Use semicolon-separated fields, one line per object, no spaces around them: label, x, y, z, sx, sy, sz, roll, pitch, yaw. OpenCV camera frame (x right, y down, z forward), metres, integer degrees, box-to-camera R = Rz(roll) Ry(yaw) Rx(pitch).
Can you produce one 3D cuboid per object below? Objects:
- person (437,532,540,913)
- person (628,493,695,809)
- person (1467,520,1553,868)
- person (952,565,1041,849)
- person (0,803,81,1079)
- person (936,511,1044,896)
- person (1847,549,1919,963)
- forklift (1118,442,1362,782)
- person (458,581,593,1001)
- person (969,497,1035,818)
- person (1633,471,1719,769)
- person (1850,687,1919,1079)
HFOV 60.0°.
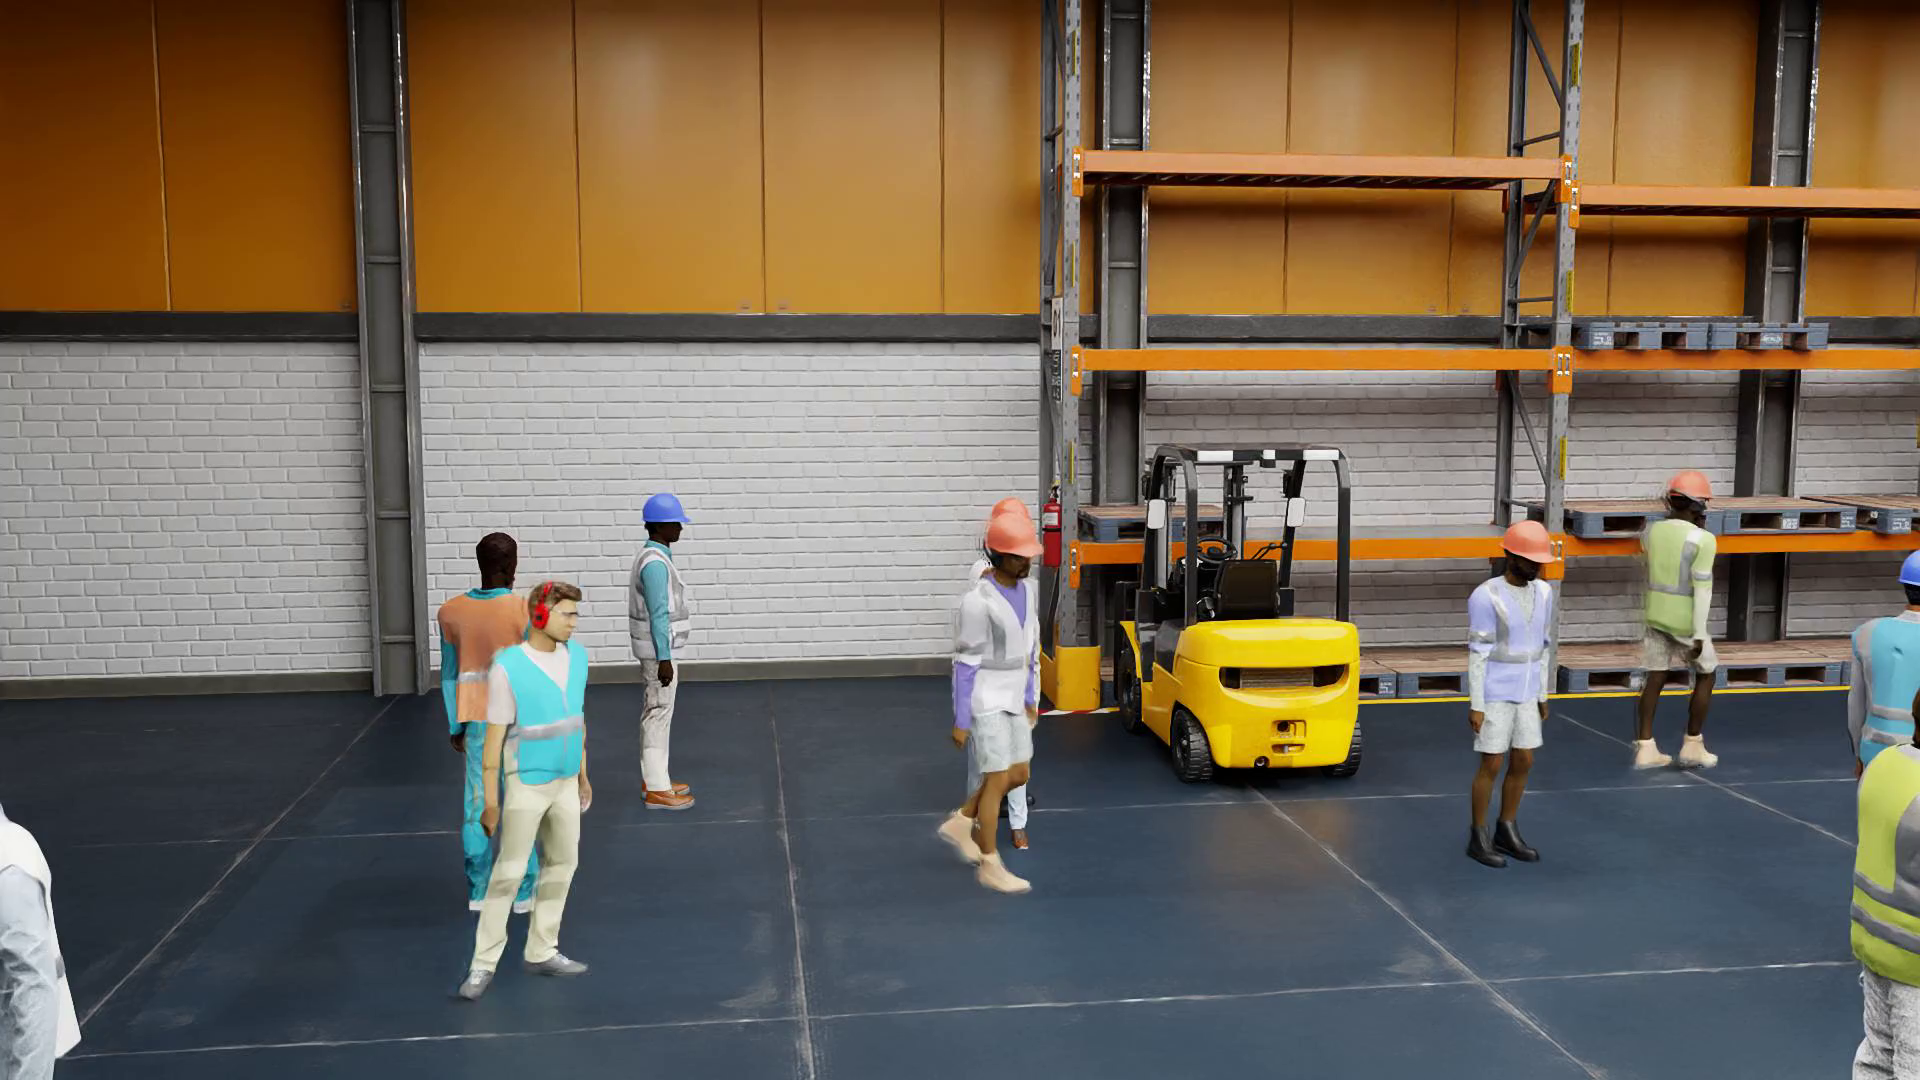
person;-2.318;0.918;8.341;0.587;1.914;0.391;2;7;15
person;-1.845;0.677;10.290;0.393;1.946;0.617;-2;7;-13
person;3.007;0.837;9.049;0.557;1.912;0.448;-3;7;-24
person;0.205;0.941;9.398;0.502;1.628;0.288;1;7;5
person;-2.550;1.369;4.377;0.596;1.914;0.373;5;8;39
person;0.152;0.835;8.662;0.708;2.012;0.641;4;8;34
person;4.300;0.997;7.489;0.389;1.948;0.607;-4;7;-28
forklift;1.912;0.418;11.496;1.214;2.155;2.313;-1;7;-8
person;-1.920;1.090;7.338;0.420;1.808;0.746;4;7;29
person;0.283;0.702;10.127;0.365;1.933;0.551;4;7;28
person;4.858;0.544;11.174;0.722;2.019;0.626;-3;7;-27
person;3.016;1.322;5.171;0.431;1.836;0.619;1;7;6
